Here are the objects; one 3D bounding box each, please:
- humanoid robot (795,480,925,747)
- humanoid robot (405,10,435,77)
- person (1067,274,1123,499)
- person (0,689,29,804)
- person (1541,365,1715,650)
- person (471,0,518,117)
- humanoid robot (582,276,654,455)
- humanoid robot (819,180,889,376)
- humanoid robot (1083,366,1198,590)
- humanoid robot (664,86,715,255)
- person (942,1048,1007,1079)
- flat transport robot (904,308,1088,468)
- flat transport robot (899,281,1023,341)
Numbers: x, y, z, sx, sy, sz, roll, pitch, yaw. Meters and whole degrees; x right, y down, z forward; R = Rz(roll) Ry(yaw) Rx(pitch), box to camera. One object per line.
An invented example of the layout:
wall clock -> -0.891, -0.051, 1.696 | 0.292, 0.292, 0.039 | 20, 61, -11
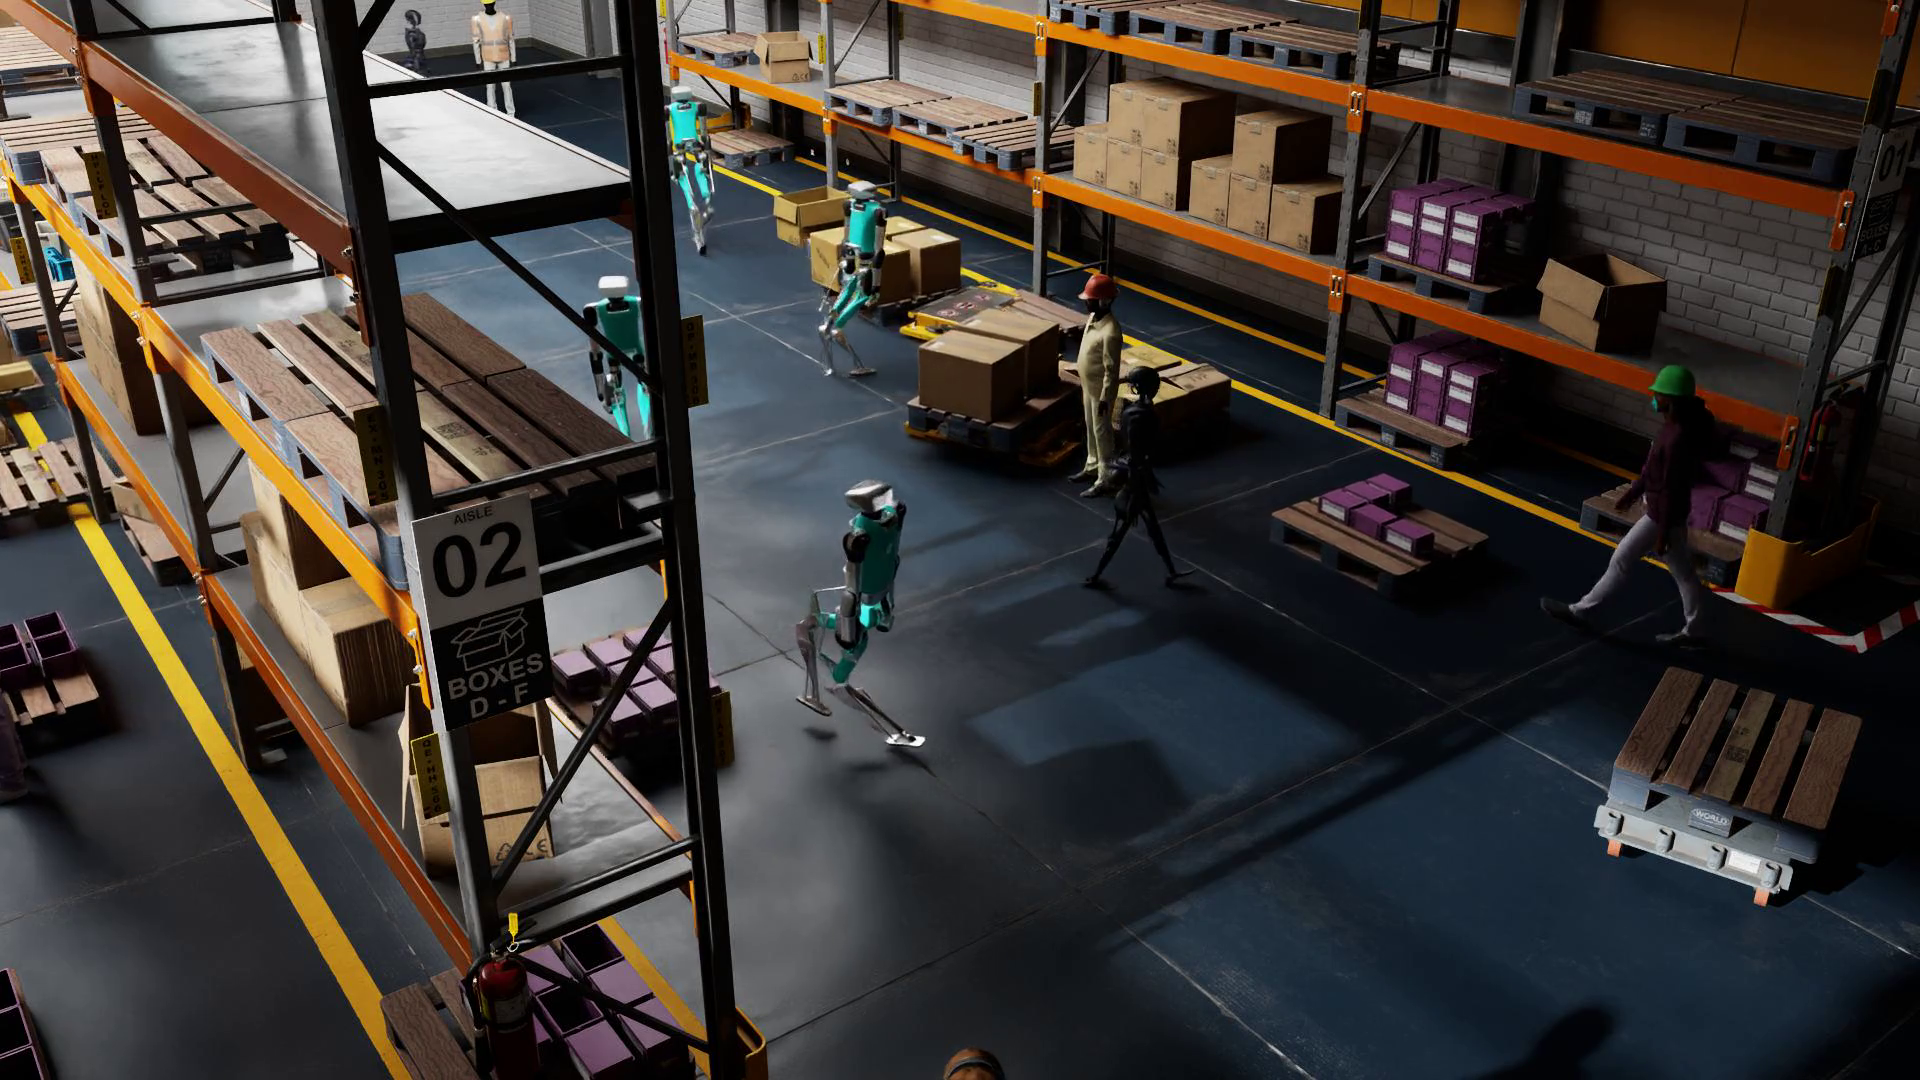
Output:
humanoid robot -> -0.700, 0.422, 9.574 | 1.075, 1.743, 0.547 | 13, 30, 24
humanoid robot -> -7.703, -6.746, 23.840 | 0.487, 1.642, 0.600 | -2, 27, -4
person -> 1.041, -1.179, 12.677 | 0.325, 1.751, 0.562 | -6, 27, -12
person -> -5.471, 0.573, 9.043 | 0.405, 1.900, 0.634 | -16, 31, -28
person -> 4.409, -0.200, 10.589 | 1.075, 1.878, 0.495 | 13, 30, 25
person -> -6.690, -6.956, 23.980 | 0.592, 1.924, 0.379 | -8, 28, -15
humanoid robot -> -2.493, -1.089, 12.553 | 0.560, 1.747, 1.056 | -6, 27, -12
humanoid robot -> -1.031, -2.268, 14.868 | 0.781, 1.786, 0.539 | -24, 35, -39
humanoid robot -> 1.237, -0.383, 11.227 | 0.786, 1.617, 0.588 | 7, 28, 14
humanoid robot -> -2.928, -4.049, 18.475 | 0.548, 1.825, 0.890 | -11, 29, -21
person -> 0.058, 2.410, 5.451 | 0.619, 1.838, 0.430 | -10, 28, -20
flat transport robot -> 0.303, -0.929, 13.834 | 1.431, 0.231, 0.659 | 16, 31, 29
flat transport robot -> 0.095, -2.237, 16.438 | 0.659, 0.231, 1.431 | 18, 32, 32
